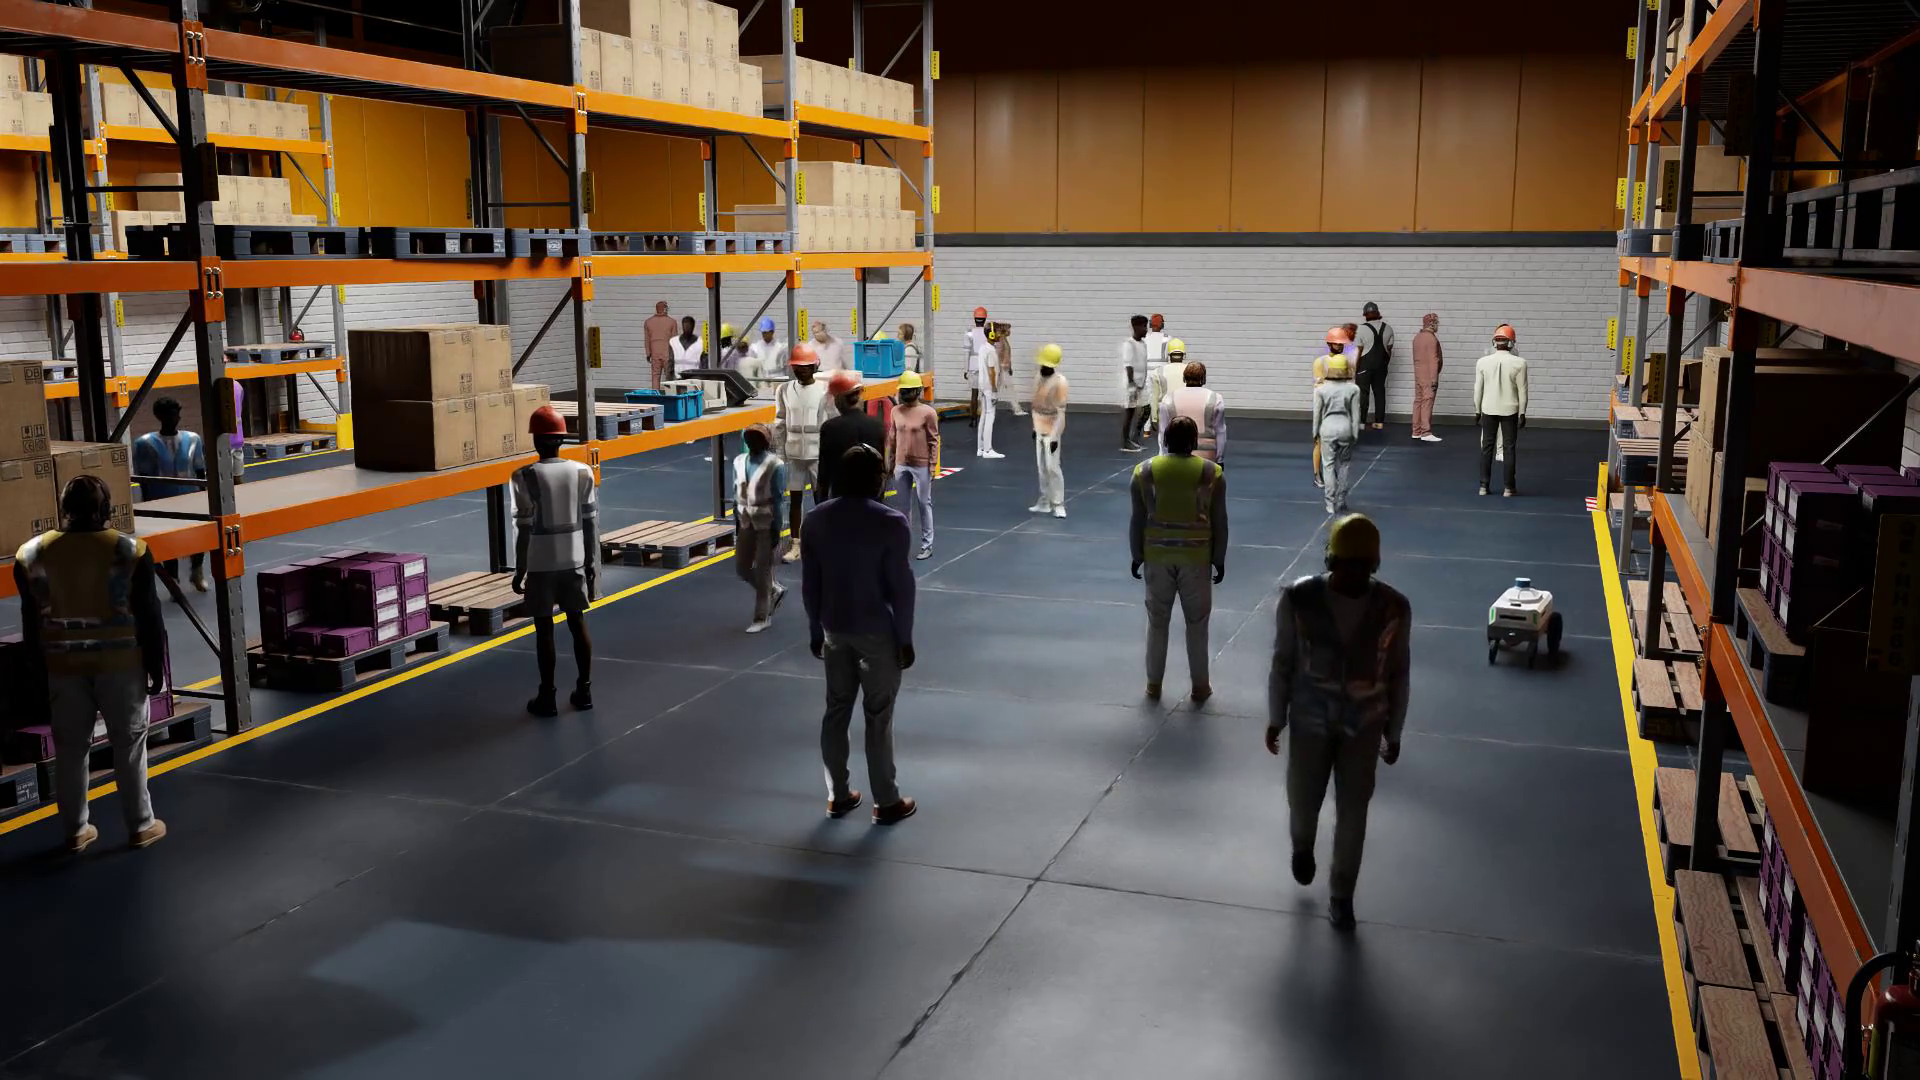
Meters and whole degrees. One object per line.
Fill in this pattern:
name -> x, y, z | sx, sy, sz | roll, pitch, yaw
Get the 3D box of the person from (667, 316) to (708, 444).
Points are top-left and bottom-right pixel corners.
person -> -4.025, -2.397, 24.751 | 0.598, 1.893, 0.817 | 1, 10, 8

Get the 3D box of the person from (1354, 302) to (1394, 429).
person -> 6.508, -2.780, 26.474 | 0.676, 2.000, 0.536 | -3, 11, -17

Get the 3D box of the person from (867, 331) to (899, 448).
person -> -1.073, -1.934, 22.488 | 0.522, 1.768, 0.311 | -1, 10, -6

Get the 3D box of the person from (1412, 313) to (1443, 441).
person -> 7.011, -2.434, 24.892 | 0.409, 1.913, 0.647 | -2, 10, -9

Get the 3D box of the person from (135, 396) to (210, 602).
person -> -6.475, -0.339, 13.707 | 0.552, 1.695, 0.388 | -8, 13, -37

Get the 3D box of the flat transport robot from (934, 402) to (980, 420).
flat transport robot -> -0.349, -2.169, 28.016 | 0.652, 0.197, 1.431 | 8, 13, 38

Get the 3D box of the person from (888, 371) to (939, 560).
person -> -0.452, -0.694, 15.505 | 0.533, 1.767, 0.322 | 6, 12, 31

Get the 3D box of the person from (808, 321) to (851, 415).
person -> -1.873, -2.192, 23.728 | 0.721, 1.847, 0.901 | -1, 10, -7

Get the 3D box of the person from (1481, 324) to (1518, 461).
person -> 7.280, -1.975, 22.420 | 0.521, 1.873, 0.328 | -1, 10, -8

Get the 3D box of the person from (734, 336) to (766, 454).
person -> -2.883, -1.900, 22.481 | 0.557, 1.697, 0.913 | -5, 11, -24

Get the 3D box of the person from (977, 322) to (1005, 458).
person -> 0.414, -2.068, 22.946 | 0.319, 1.870, 0.521 | -3, 10, -16

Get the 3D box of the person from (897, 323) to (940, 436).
person -> -0.716, -2.201, 23.835 | 0.744, 1.830, 0.535 | 2, 10, 11

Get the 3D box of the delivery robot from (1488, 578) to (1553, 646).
delivery robot -> 3.997, 0.514, 11.845 | 0.477, 0.478, 0.707 | 5, 11, 27

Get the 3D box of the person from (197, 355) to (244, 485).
person -> -7.286, -0.939, 16.428 | 0.374, 1.928, 0.542 | 0, 10, 3

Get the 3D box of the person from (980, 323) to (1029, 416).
person -> 0.734, -2.918, 28.506 | 0.856, 1.592, 0.532 | 1, 10, 6

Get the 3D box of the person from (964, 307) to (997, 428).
person -> 0.327, -2.764, 26.671 | 0.542, 1.939, 0.368 | 0, 10, -3

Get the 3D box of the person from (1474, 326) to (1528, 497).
person -> 6.314, -1.499, 19.418 | 0.611, 1.985, 0.393 | 6, 12, 30

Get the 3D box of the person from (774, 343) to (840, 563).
person -> -1.402, -0.784, 15.233 | 0.611, 2.040, 0.392 | 2, 10, 9

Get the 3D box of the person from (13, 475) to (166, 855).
person -> -4.157, 0.601, 8.026 | 0.626, 1.837, 0.429 | -2, 10, -13

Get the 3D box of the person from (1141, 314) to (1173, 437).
person -> 2.988, -2.496, 25.327 | 0.575, 1.882, 0.355 | 4, 11, 20

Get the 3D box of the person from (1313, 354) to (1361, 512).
person -> 4.153, -1.190, 18.393 | 0.507, 1.717, 0.711 | 2, 10, 10

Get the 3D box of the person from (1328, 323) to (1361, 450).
person -> 5.485, -2.171, 23.666 | 0.655, 1.817, 0.578 | -7, 12, -34

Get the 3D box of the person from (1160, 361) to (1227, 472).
person -> 2.203, -0.767, 15.702 | 0.627, 1.844, 0.429 | 3, 11, 17

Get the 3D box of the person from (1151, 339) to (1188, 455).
person -> 2.551, -1.468, 19.713 | 0.591, 1.823, 0.405 | 0, 10, 0

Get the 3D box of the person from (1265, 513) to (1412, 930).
person -> 1.628, 0.757, 7.195 | 0.611, 1.811, 0.554 | 1, 10, 7

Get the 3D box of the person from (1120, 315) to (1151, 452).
person -> 2.493, -2.205, 23.514 | 0.487, 1.948, 0.614 | 7, 12, 33

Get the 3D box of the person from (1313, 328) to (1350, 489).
person -> 4.489, -1.582, 20.015 | 0.543, 1.939, 0.360 | -6, 12, -31

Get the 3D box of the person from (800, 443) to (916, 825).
person -> -0.506, 0.477, 8.434 | 0.627, 1.936, 0.376 | 5, 11, 27

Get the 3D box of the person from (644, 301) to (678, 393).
person -> -5.425, -3.407, 30.391 | 0.652, 1.904, 0.402 | 2, 10, 9

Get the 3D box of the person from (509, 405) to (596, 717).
person -> -2.543, 0.130, 10.381 | 0.552, 1.935, 0.366 | -7, 12, -36

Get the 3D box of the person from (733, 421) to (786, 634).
person -> -1.481, -0.104, 12.608 | 0.515, 1.617, 0.446 | 7, 12, 34

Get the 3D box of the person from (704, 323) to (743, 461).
person -> -3.073, -1.987, 22.458 | 0.737, 1.894, 0.593 | 4, 11, 23

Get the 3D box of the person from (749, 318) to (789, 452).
person -> -2.720, -2.247, 23.901 | 0.622, 1.898, 1.001 | 2, 10, 10

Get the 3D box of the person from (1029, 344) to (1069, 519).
person -> 0.919, -1.181, 17.954 | 0.382, 1.878, 0.722 | -5, 11, -27

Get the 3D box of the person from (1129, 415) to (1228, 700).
person -> 1.408, 0.114, 10.737 | 0.633, 1.841, 0.429 | 2, 10, 12

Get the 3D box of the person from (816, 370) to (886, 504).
person -> -0.811, -0.330, 12.858 | 0.638, 1.963, 0.700 | -9, 13, -40
